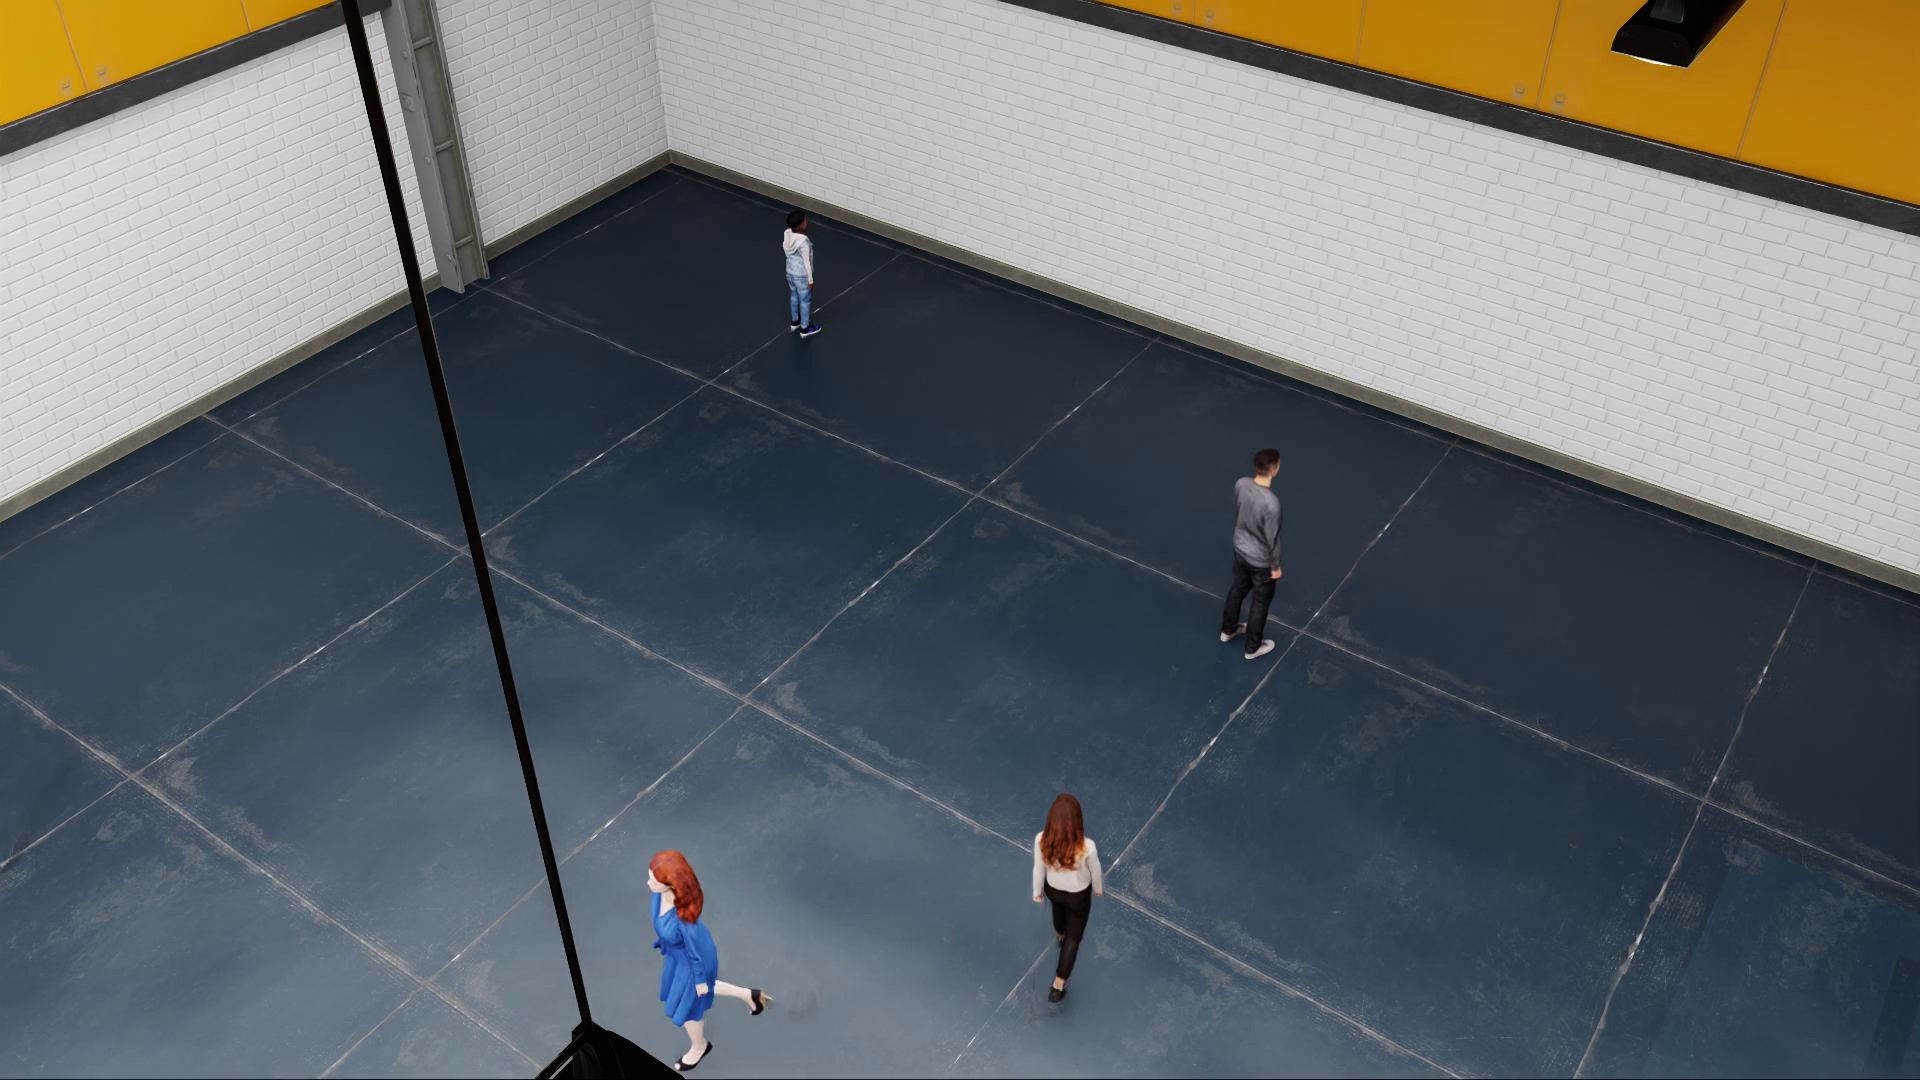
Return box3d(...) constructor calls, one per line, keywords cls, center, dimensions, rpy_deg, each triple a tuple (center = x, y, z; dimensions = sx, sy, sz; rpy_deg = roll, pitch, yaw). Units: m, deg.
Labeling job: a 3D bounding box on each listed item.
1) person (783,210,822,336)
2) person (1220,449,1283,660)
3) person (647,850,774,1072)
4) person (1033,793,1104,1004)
box3d(cls="person", center=(-1.518, -2.534, 15.675), dimensions=(0.543, 1.258, 0.513), rpy_deg=(-29, 47, -31))
box3d(cls="person", center=(2.105, 0.094, 11.984), dimensions=(0.688, 1.758, 0.702), rpy_deg=(-21, 43, -24))
box3d(cls="person", center=(-1.415, 2.296, 9.183), dimensions=(0.991, 1.813, 0.878), rpy_deg=(-14, 41, -17))
box3d(cls="person", center=(0.625, 2.090, 9.721), dimensions=(0.679, 1.463, 0.984), rpy_deg=(14, 41, 16))
